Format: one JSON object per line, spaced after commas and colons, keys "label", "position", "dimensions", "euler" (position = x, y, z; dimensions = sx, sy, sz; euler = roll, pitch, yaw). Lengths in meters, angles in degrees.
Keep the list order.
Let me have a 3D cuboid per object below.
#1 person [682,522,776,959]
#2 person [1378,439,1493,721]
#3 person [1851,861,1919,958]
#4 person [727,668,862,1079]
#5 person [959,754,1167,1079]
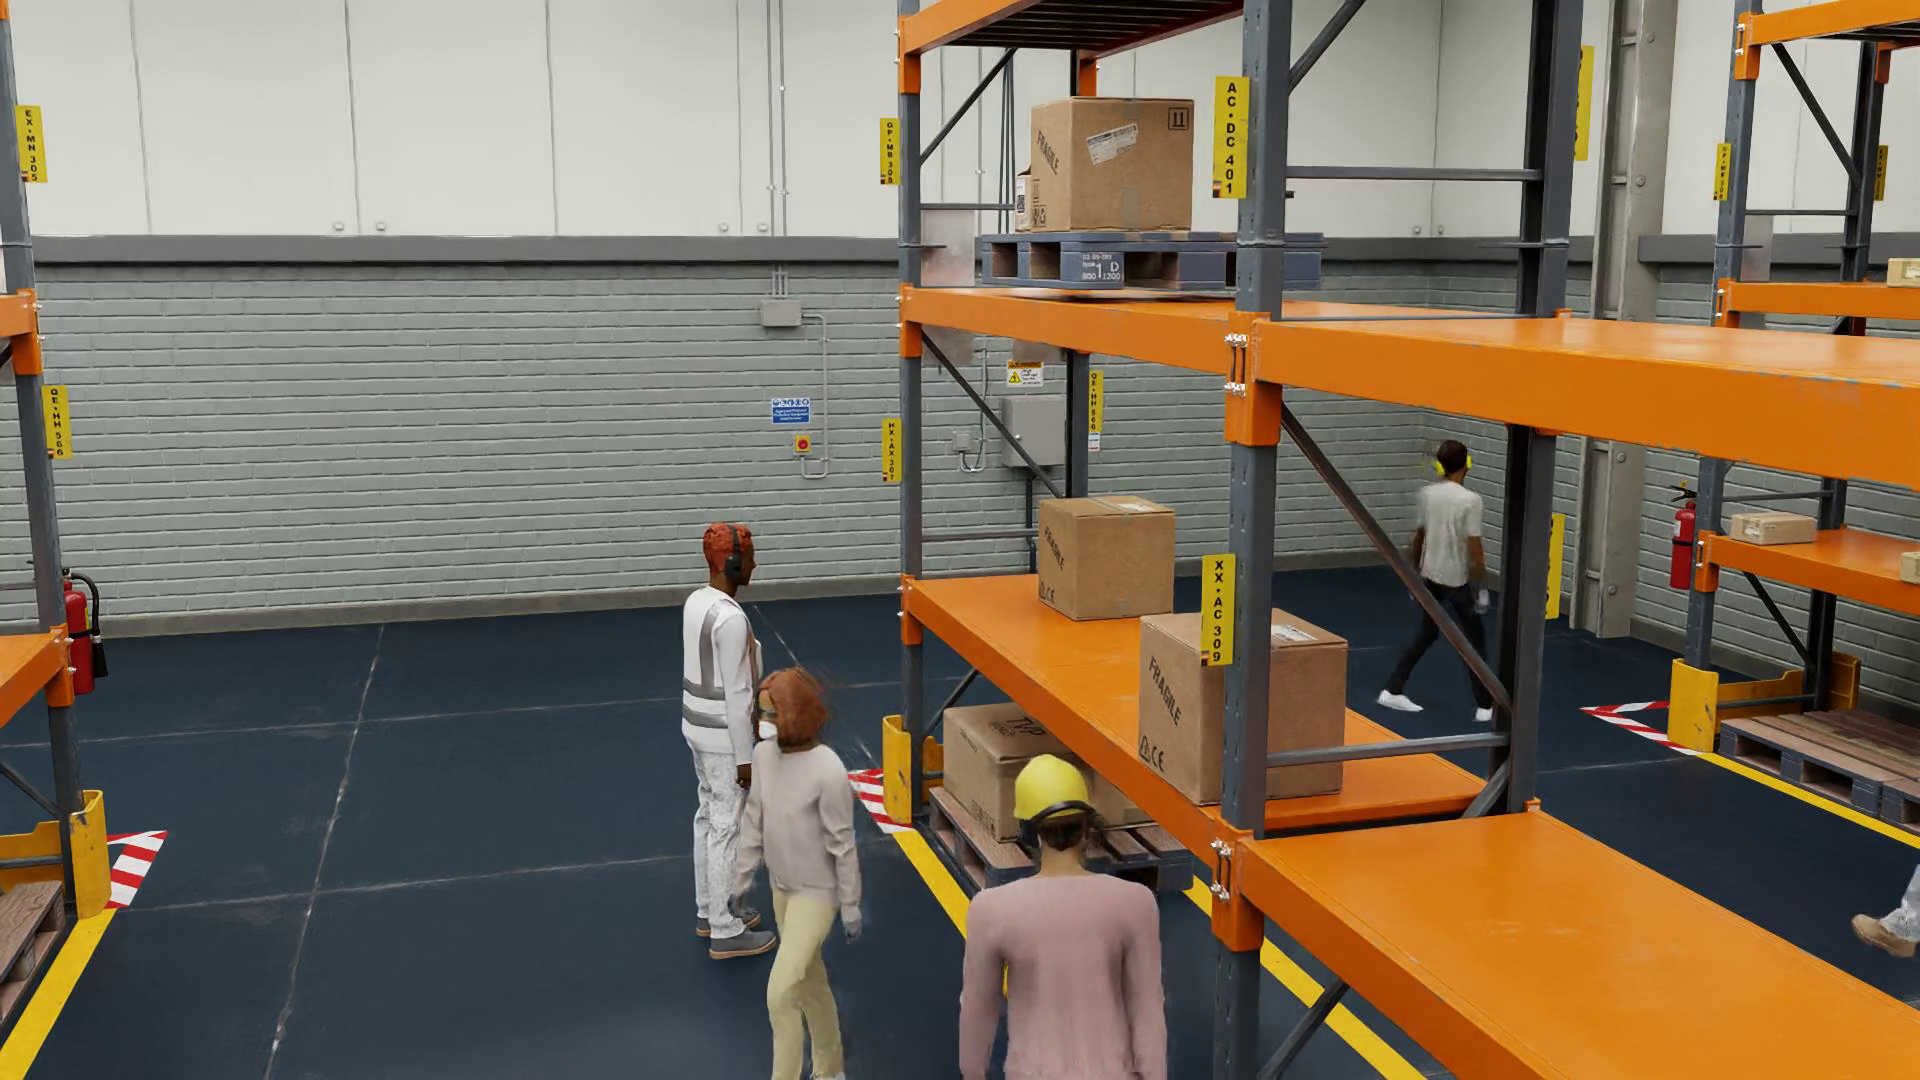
{"label": "person", "position": [-1.011, 0.854, 7.172], "dimensions": [0.359, 1.880, 0.575], "euler": [-5, 11, -24]}
{"label": "person", "position": [3.169, 0.256, 10.742], "dimensions": [0.676, 1.833, 0.619], "euler": [-5, 11, -26]}
{"label": "person", "position": [4.328, 0.971, 6.797], "dimensions": [0.624, 1.785, 1.054], "euler": [-6, 11, -29]}
{"label": "person", "position": [-0.629, 1.244, 5.698], "dimensions": [0.660, 1.612, 0.523], "euler": [-8, 13, -37]}
{"label": "person", "position": [0.279, 1.442, 4.375], "dimensions": [0.526, 1.693, 0.971], "euler": [-2, 10, -9]}
